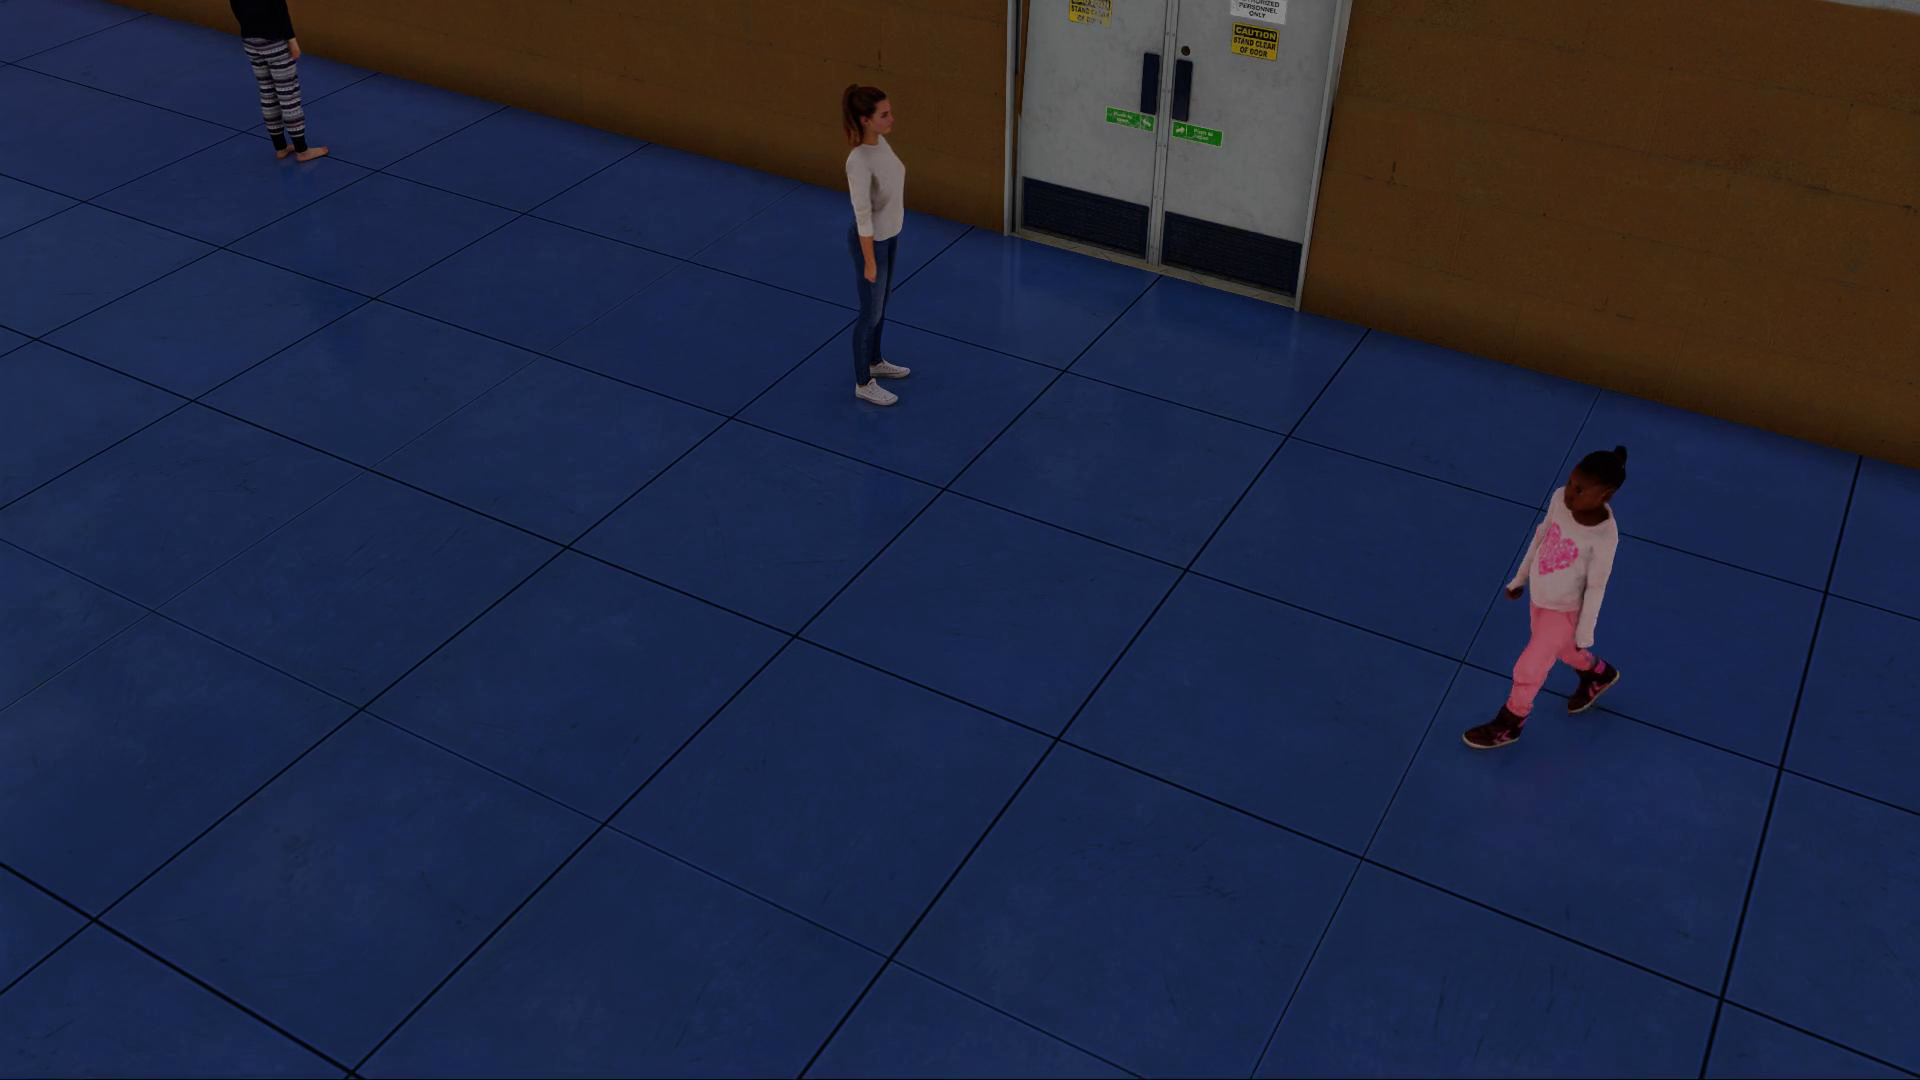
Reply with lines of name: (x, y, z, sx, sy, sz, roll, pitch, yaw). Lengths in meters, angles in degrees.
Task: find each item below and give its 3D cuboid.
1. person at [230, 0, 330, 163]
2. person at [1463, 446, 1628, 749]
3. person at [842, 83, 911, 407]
person: (-4.670, -3.396, 11.172, 0.604, 1.734, 0.508, 18, 40, 22)
person: (2.451, 0.213, 6.621, 0.972, 1.425, 0.947, -6, 37, -8)
person: (-0.456, -1.548, 8.723, 0.725, 1.719, 0.563, 8, 38, 11)
